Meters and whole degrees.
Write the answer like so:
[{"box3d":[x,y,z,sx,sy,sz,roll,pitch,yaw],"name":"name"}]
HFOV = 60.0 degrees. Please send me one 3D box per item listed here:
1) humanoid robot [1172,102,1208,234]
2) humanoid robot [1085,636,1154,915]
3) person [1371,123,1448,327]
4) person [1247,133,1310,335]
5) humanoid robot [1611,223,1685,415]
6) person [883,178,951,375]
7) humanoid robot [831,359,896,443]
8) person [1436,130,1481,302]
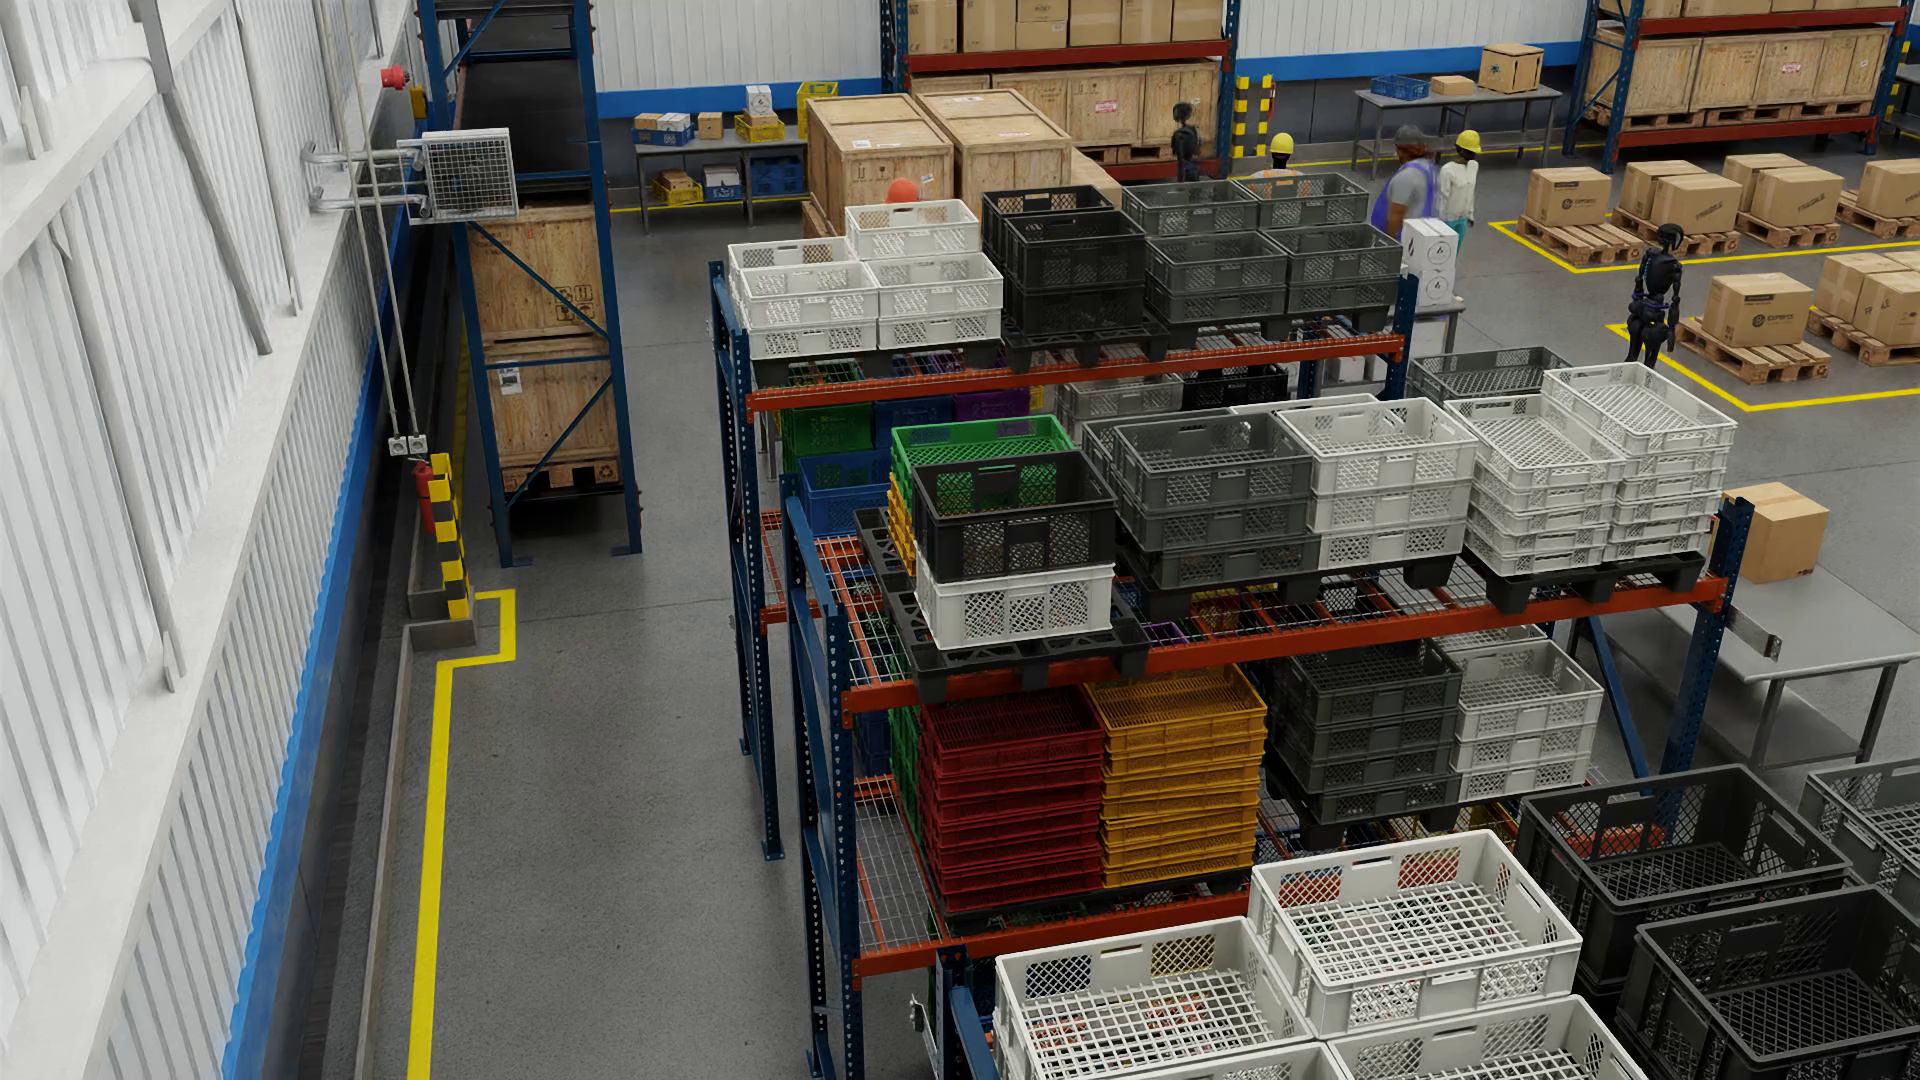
[{"box3d":[2.514,-3.910,17.992,0.686,1.628,0.600,11,30,20],"name":"humanoid robot"},{"box3d":[0.753,1.178,8.316,0.558,1.625,0.594,-22,35,-36],"name":"humanoid robot"},{"box3d":[4.247,-2.952,15.748,1.003,2.000,0.735,14,31,25],"name":"person"},{"box3d":[2.967,-2.887,15.746,0.594,1.925,0.369,0,28,1],"name":"person"},{"box3d":[5.858,-1.877,14.084,0.310,1.655,0.616,-6,28,-12],"name":"humanoid robot"},{"box3d":[-0.424,-2.149,14.291,0.583,1.968,0.636,-5,28,-9],"name":"person"},{"box3d":[-0.592,-0.625,11.740,0.556,1.634,0.648,-25,36,-38],"name":"humanoid robot"},{"box3d":[4.912,-3.188,16.492,0.522,1.765,0.319,-18,33,-31],"name":"person"}]
